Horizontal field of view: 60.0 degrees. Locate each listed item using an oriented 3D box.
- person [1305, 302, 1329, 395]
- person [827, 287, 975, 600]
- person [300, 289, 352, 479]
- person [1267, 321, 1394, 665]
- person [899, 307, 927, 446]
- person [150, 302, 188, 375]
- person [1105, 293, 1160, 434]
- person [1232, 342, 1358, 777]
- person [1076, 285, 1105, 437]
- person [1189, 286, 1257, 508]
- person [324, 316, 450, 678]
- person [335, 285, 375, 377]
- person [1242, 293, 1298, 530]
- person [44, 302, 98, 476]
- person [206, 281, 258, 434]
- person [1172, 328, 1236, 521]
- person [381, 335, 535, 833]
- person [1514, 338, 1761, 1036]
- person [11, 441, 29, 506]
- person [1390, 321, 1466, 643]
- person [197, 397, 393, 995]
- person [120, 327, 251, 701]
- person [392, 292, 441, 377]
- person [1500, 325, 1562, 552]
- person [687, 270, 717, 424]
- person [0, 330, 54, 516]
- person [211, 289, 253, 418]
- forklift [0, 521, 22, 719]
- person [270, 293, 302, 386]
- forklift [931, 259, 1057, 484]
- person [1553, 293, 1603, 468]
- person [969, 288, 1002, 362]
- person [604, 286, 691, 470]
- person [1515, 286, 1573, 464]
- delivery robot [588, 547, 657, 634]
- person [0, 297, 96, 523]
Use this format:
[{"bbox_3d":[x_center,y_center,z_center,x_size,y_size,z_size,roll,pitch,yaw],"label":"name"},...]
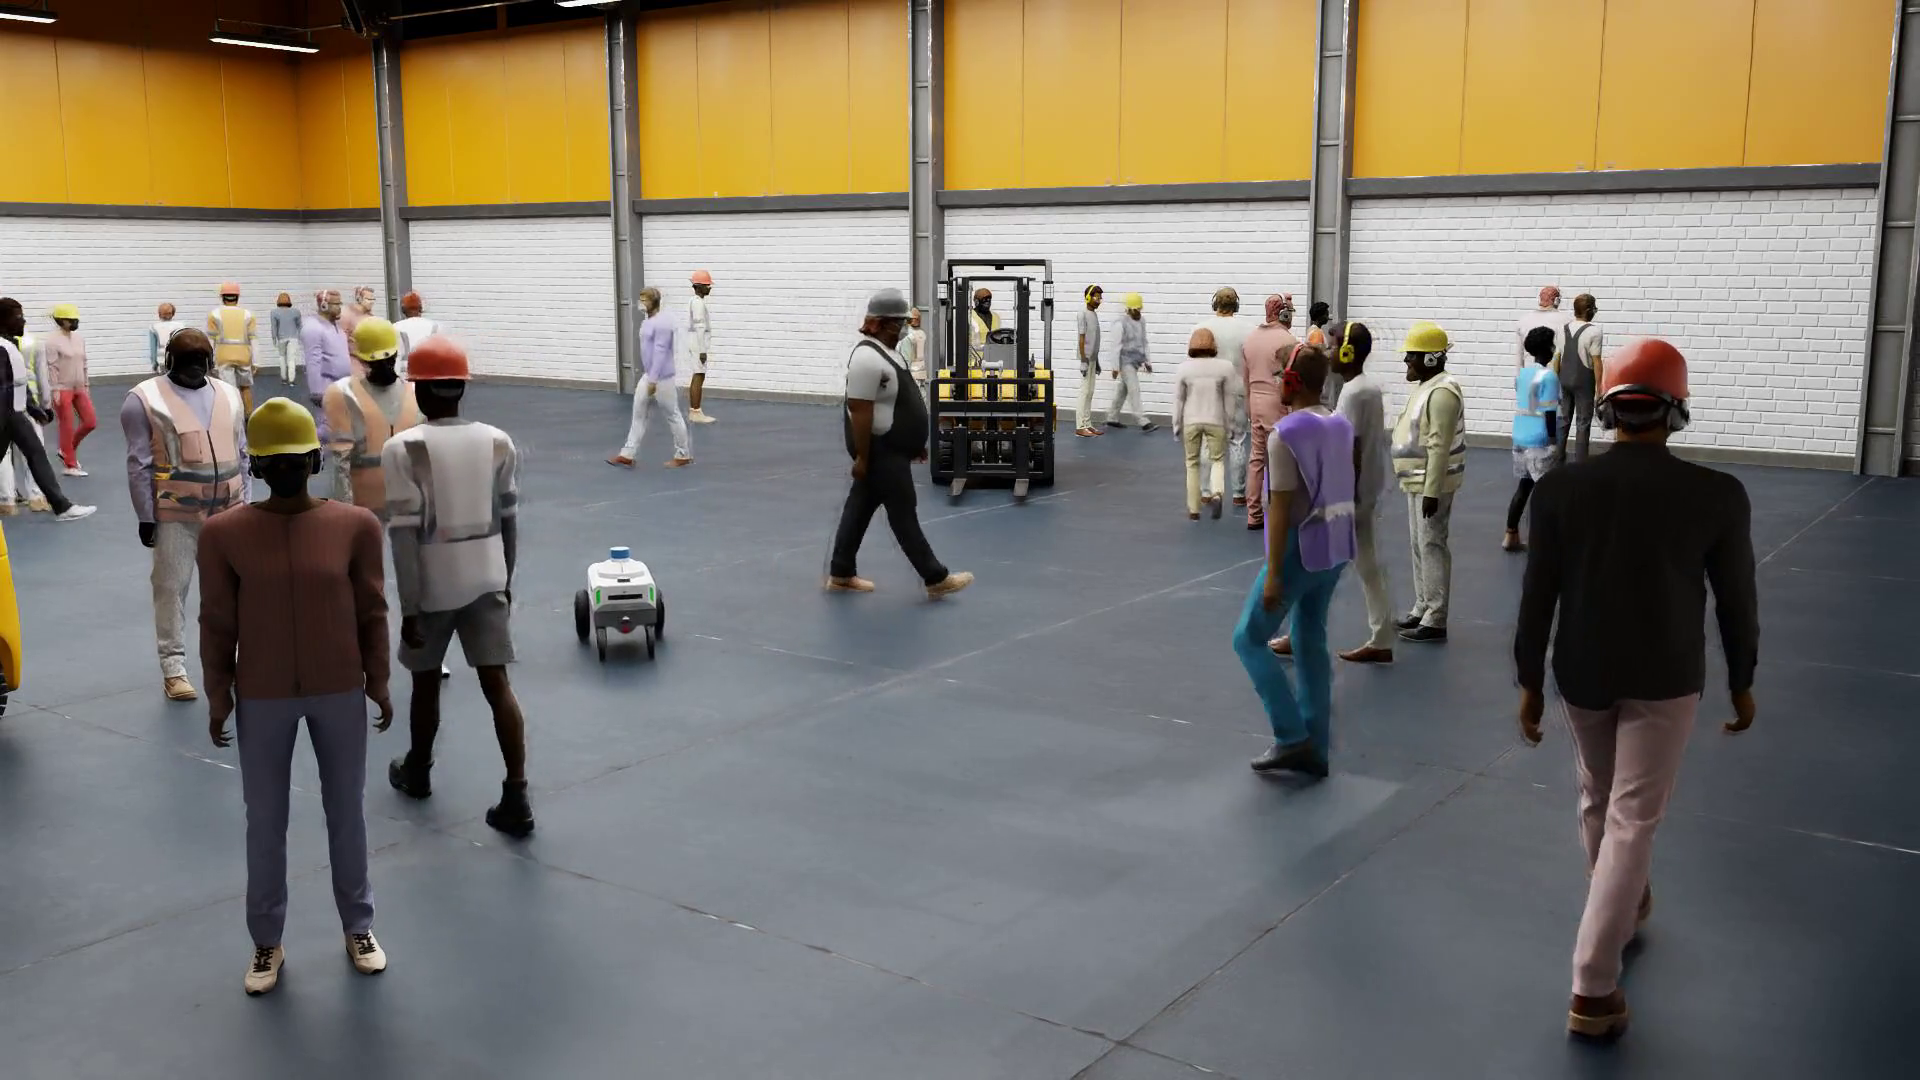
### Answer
[{"bbox_3d":[4.128,-1.918,19.331,0.320,1.694,0.532,2,10,11],"label":"person"},{"bbox_3d":[-0.413,-0.631,10.624,1.024,2.000,0.704,1,10,4],"label":"person"},{"bbox_3d":[-6.169,-1.492,16.200,0.545,1.886,0.660,1,10,8],"label":"person"},{"bbox_3d":[1.979,-0.244,8.919,0.835,1.837,0.547,5,11,27],"label":"person"},{"bbox_3d":[-0.535,-1.816,18.863,0.310,1.642,0.514,4,10,21],"label":"person"},{"bbox_3d":[-10.622,-2.393,22.366,0.515,1.616,0.698,0,10,-1],"label":"person"},{"bbox_3d":[2.148,-2.214,20.901,0.913,1.759,0.567,7,12,35],"label":"person"},{"bbox_3d":[1.408,0.095,6.928,0.476,1.826,0.591,9,13,42],"label":"person"},{"bbox_3d":[1.611,-2.204,20.520,0.328,1.865,0.517,4,10,24],"label":"person"},{"bbox_3d":[2.312,-1.245,14.584,0.627,1.940,0.372,2,10,12],"label":"person"},{"bbox_3d":[-3.040,-0.232,8.721,0.586,1.890,0.809,-9,13,-43],"label":"person"},{"bbox_3d":[-6.963,-2.009,19.344,0.557,1.871,0.688,3,10,15],"label":"person"},{"bbox_3d":[2.518,-0.998,13.211,0.409,1.908,0.639,-5,11,-28],"label":"person"},{"bbox_3d":[-8.936,-1.507,16.676,0.407,1.752,0.535,3,10,15],"label":"person"},{"bbox_3d":[-8.897,-2.196,20.336,0.567,1.912,0.702,-6,11,-31],"label":"person"},{"bbox_3d":[2.008,-0.934,13.685,0.538,1.613,0.515,1,10,7],"label":"person"},{"bbox_3d":[-1.945,0.157,6.419,0.565,1.881,1.012,-8,13,-40],"label":"person"},{"bbox_3d":[1.975,0.390,4.865,0.618,1.941,1.045,8,12,40],"label":"person"},{"bbox_3d":[-8.481,-1.251,14.534,0.367,1.966,0.607,7,12,34],"label":"person"},{"bbox_3d":[2.656,-0.330,9.485,0.403,1.825,0.592,1,10,4],"label":"person"},{"bbox_3d":[-1.964,0.458,4.956,0.533,1.768,0.310,-5,11,-25],"label":"person"},{"bbox_3d":[-3.802,-0.137,8.295,0.430,1.838,0.620,7,12,37],"label":"person"},{"bbox_3d":[-5.748,-1.720,17.738,0.584,1.843,0.959,-7,12,-37],"label":"person"},{"bbox_3d":[4.196,-0.711,12.139,0.368,1.686,0.569,0,10,-3],"label":"person"},{"bbox_3d":[-3.436,-2.567,22.144,0.394,2.041,0.612,-3,10,-15],"label":"person"},{"bbox_3d":[-8.132,-1.122,14.195,0.701,1.825,0.437,-6,11,-33],"label":"person"},{"bbox_3d":[-9.672,-2.455,22.041,0.605,1.863,0.955,2,10,9],"label":"person"},{"bbox_3d":[-5.296,-0.090,6.943,1.214,2.155,2.313,7,12,35],"label":"forklift"},{"bbox_3d":[-11.721,-3.492,29.005,0.506,1.591,0.843,-3,10,-17],"label":"person"},{"bbox_3d":[0.370,-1.738,16.759,1.214,2.155,2.313,1,10,3],"label":"forklift"},{"bbox_3d":[6.038,-1.478,16.248,0.326,1.843,0.517,-7,12,-35],"label":"person"},{"bbox_3d":[0.266,-2.065,19.756,0.630,1.842,0.429,-7,12,-36],"label":"person"},{"bbox_3d":[-3.213,-1.649,17.113,0.964,1.894,0.647,-6,11,-33],"label":"person"},{"bbox_3d":[6.130,-1.697,17.387,0.639,1.903,0.409,9,13,43],"label":"person"},{"bbox_3d":[-1.899,0.282,9.322,0.477,0.478,0.707,-3,10,-15],"label":"delivery robot"},{"bbox_3d":[-7.769,-1.050,13.651,1.010,1.866,0.602,-6,11,-30],"label":"person"}]
